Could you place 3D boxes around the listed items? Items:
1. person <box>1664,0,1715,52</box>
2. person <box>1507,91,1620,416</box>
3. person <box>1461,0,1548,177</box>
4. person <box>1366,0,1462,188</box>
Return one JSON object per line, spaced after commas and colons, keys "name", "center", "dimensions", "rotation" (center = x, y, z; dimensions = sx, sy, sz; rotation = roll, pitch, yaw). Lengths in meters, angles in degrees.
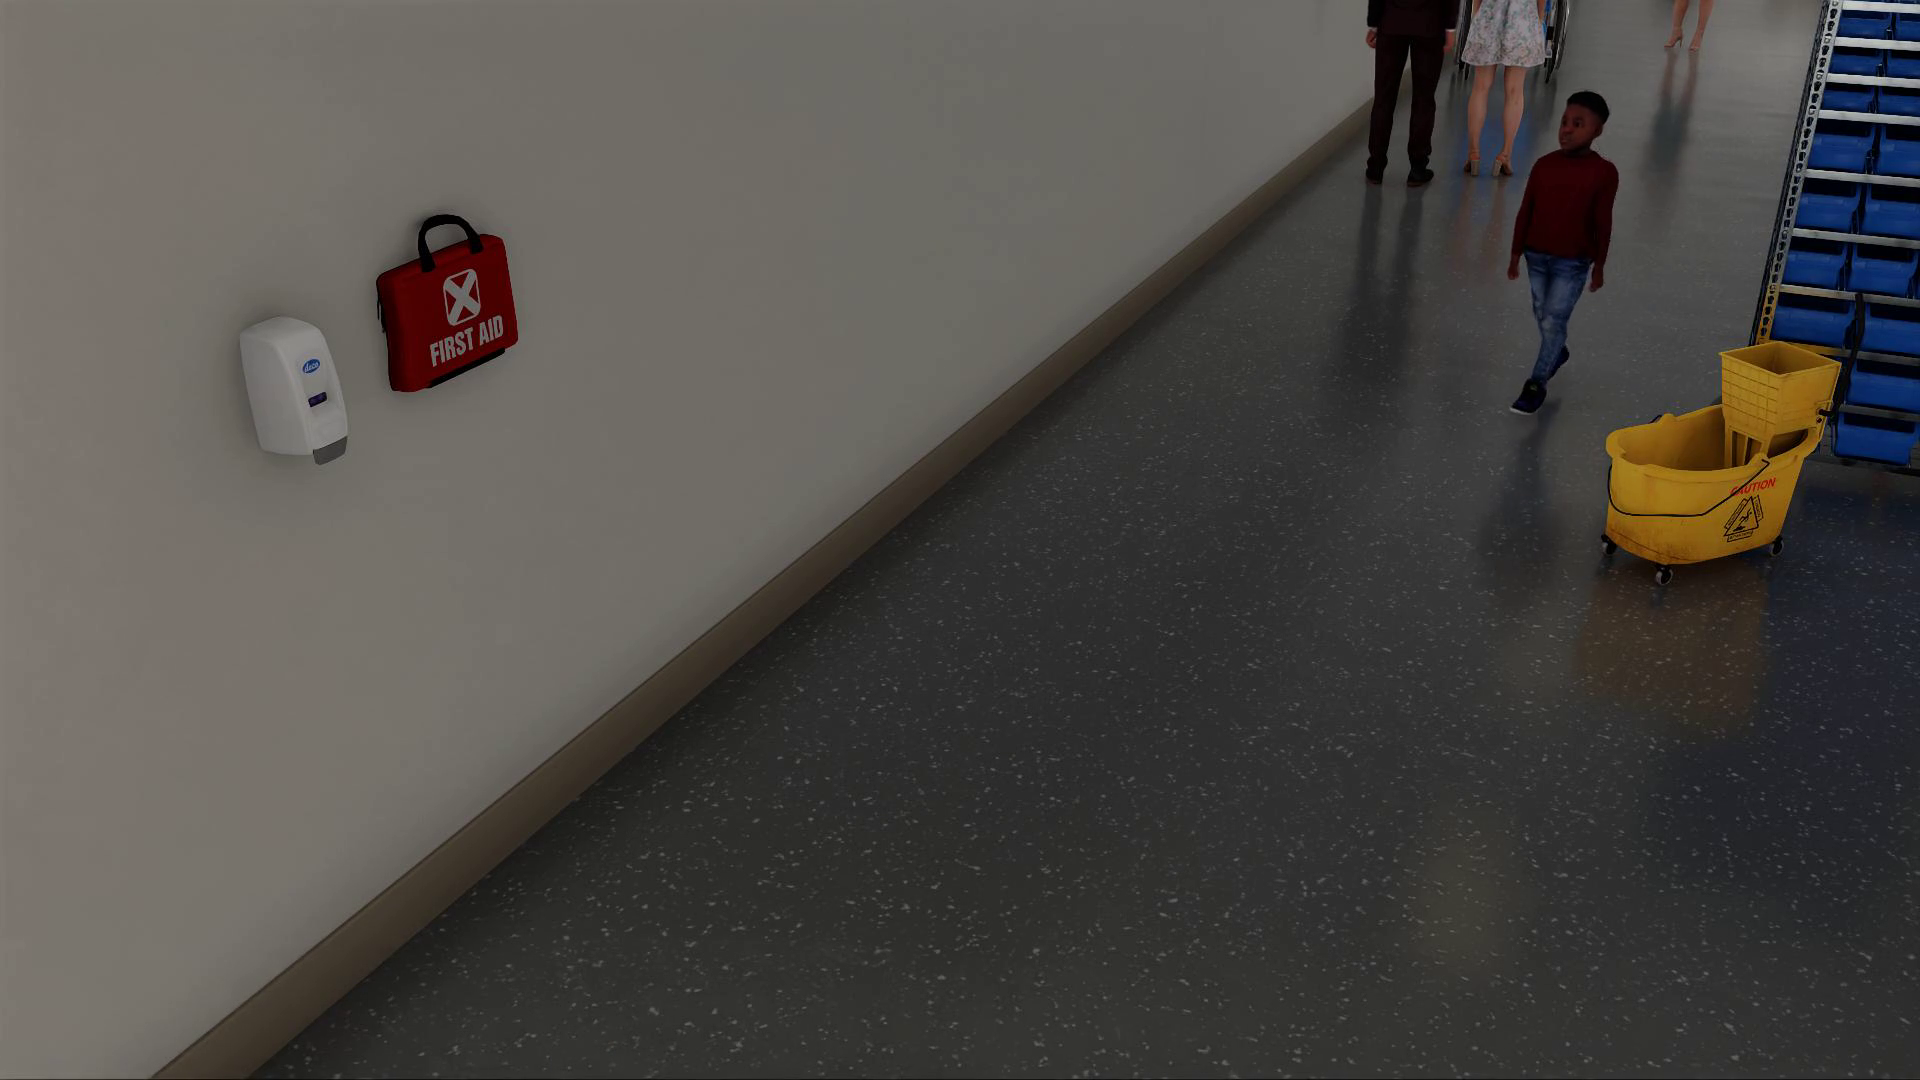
{"name": "person", "center": [6.363, -5.065, 14.223], "dimensions": [0.673, 1.685, 0.533], "rotation": [-23, 34, -39]}
{"name": "person", "center": [2.417, -1.157, 6.630], "dimensions": [0.872, 1.241, 0.743], "rotation": [22, 34, 38]}
{"name": "person", "center": [3.301, -3.105, 10.055], "dimensions": [0.569, 1.774, 0.707], "rotation": [10, 28, 20]}
{"name": "person", "center": [2.672, -3.045, 9.827], "dimensions": [0.543, 1.865, 0.743], "rotation": [10, 27, 20]}
